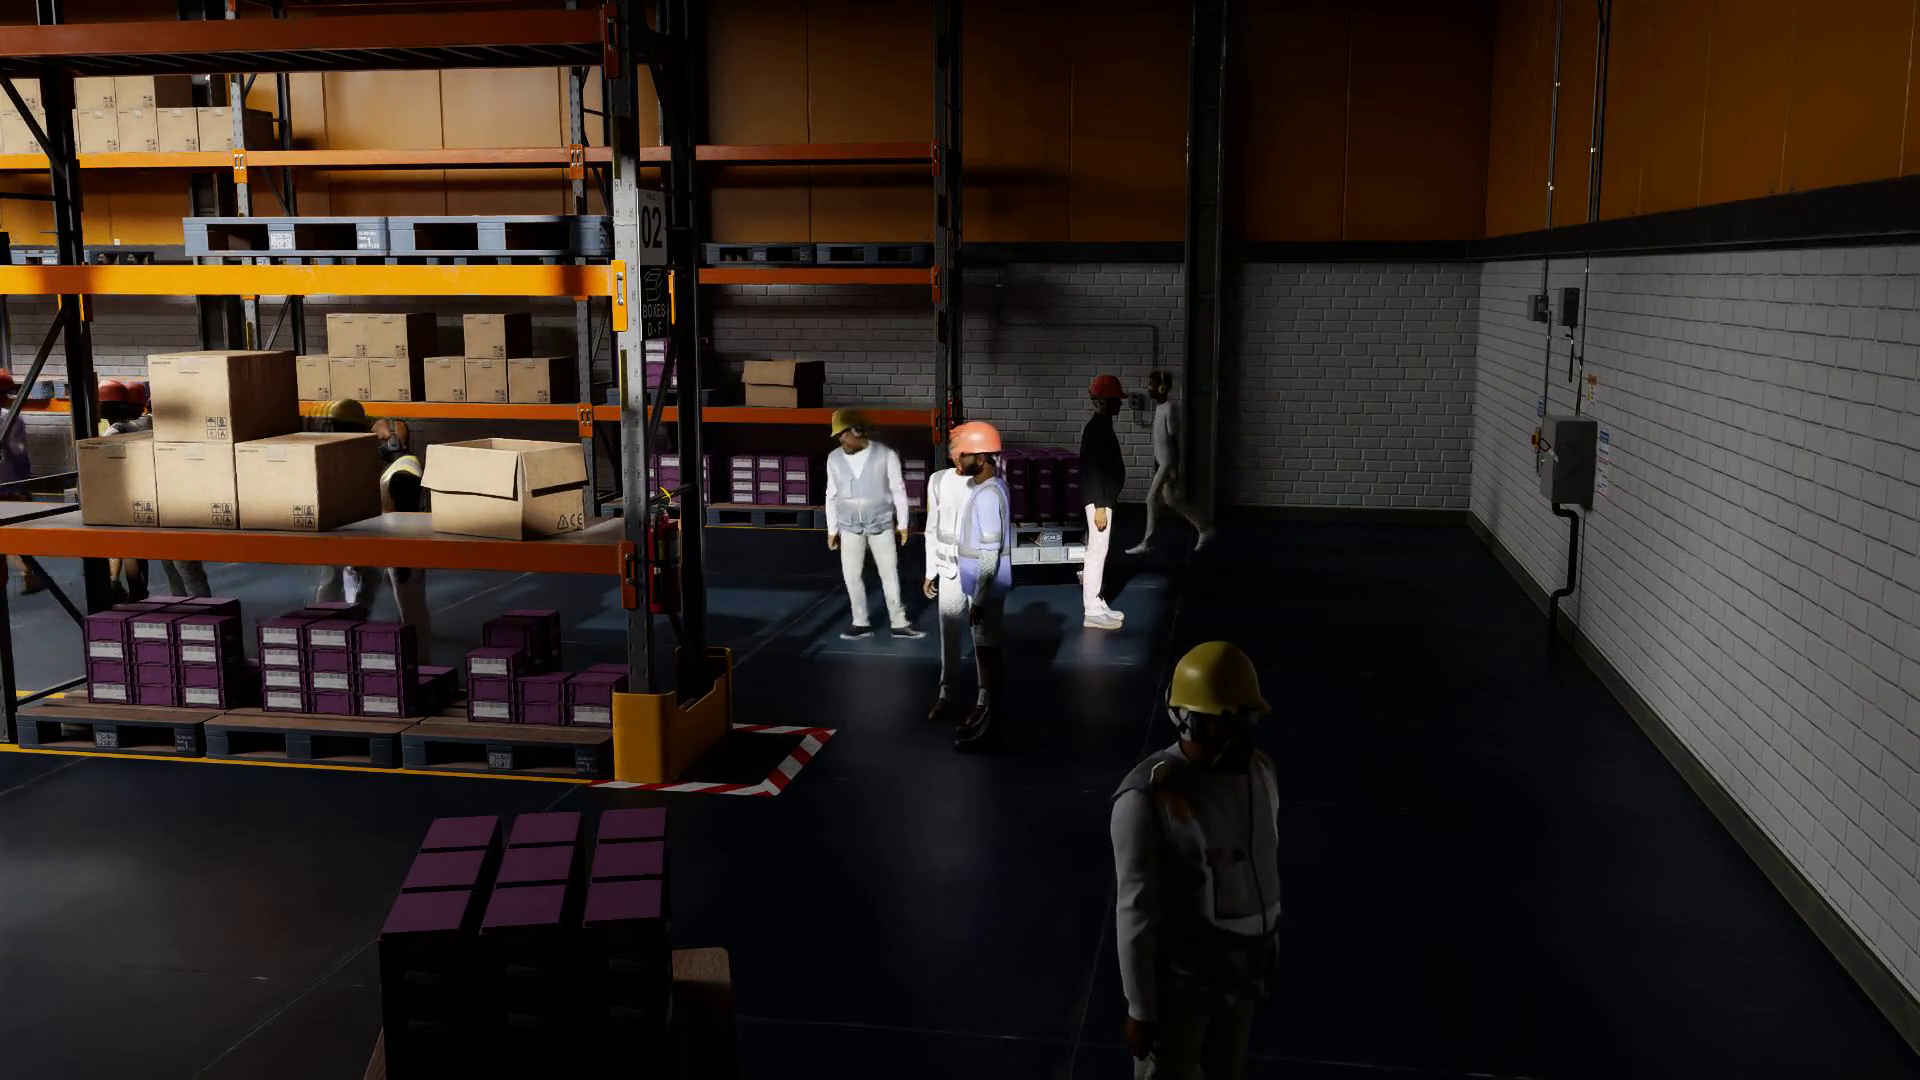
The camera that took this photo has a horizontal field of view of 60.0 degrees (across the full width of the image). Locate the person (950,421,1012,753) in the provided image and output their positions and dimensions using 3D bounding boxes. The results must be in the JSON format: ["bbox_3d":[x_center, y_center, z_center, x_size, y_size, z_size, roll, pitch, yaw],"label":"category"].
[{"bbox_3d":[0.124,0.272,9.709,0.360,1.940,0.543,1,9,4],"label":"person"}]

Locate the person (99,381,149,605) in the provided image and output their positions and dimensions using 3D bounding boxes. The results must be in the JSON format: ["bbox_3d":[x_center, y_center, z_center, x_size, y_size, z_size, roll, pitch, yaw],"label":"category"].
[{"bbox_3d":[-6.988,-0.382,13.928,0.502,1.888,0.606,-7,12,-38],"label":"person"}]

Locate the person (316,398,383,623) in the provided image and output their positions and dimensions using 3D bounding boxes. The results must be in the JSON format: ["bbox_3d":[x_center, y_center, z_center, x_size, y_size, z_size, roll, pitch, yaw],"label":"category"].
[{"bbox_3d":[-4.370,-0.055,11.859,0.597,1.897,0.615,-1,9,-4],"label":"person"}]

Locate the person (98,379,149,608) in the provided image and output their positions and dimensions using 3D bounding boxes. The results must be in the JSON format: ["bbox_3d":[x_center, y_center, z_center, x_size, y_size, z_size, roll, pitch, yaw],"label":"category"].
[{"bbox_3d":[-6.767,-0.323,13.408,0.354,1.939,0.544,-2,9,-11],"label":"person"}]

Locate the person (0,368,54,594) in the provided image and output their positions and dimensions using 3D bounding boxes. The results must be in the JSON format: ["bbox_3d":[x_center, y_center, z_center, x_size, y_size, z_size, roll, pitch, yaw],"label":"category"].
[{"bbox_3d":[-8.205,-0.460,14.165,0.637,1.977,0.869,-1,9,-9],"label":"person"}]

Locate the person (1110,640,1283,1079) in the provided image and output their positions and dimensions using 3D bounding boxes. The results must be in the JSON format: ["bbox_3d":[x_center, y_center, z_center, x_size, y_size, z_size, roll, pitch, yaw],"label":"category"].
[{"bbox_3d":[0.660,1.166,4.492,0.591,1.834,0.404,-8,12,-42],"label":"person"}]

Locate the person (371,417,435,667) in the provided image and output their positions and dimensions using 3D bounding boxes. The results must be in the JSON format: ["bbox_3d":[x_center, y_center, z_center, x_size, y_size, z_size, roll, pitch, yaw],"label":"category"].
[{"bbox_3d":[-3.746,0.093,11.158,0.430,1.835,0.619,-4,10,-22],"label":"person"}]

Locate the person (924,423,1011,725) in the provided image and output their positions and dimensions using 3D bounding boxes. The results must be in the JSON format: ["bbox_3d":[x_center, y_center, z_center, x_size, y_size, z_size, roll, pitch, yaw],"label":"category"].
[{"bbox_3d":[0.044,0.209,10.300,0.581,1.879,0.351,5,10,29],"label":"person"}]

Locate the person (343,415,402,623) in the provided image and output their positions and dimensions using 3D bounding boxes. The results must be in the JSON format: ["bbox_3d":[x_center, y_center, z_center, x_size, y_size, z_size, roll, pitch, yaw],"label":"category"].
[{"bbox_3d":[-4.578,-0.138,12.875,0.786,1.743,0.529,8,12,41],"label":"person"}]

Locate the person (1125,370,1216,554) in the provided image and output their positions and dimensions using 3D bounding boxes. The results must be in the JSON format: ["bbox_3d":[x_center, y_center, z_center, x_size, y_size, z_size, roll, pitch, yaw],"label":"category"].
[{"bbox_3d":[2.118,-0.766,16.499,0.876,1.841,0.525,0,9,-3],"label":"person"}]

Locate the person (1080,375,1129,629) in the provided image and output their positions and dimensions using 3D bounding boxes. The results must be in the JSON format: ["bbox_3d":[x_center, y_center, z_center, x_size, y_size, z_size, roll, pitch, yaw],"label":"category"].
[{"bbox_3d":[1.126,-0.310,13.135,0.370,1.996,0.622,2,9,10],"label":"person"}]

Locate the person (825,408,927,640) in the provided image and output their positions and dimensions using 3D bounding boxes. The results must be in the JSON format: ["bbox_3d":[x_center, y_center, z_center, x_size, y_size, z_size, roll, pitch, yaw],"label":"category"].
[{"bbox_3d":[-0.635,-0.106,12.585,0.785,1.784,0.405,1,9,8],"label":"person"}]

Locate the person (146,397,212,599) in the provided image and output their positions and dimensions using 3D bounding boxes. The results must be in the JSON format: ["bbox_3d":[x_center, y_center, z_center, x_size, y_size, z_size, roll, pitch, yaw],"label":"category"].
[{"bbox_3d":[-5.744,-0.124,12.186,0.627,1.936,0.371,7,12,38],"label":"person"}]
